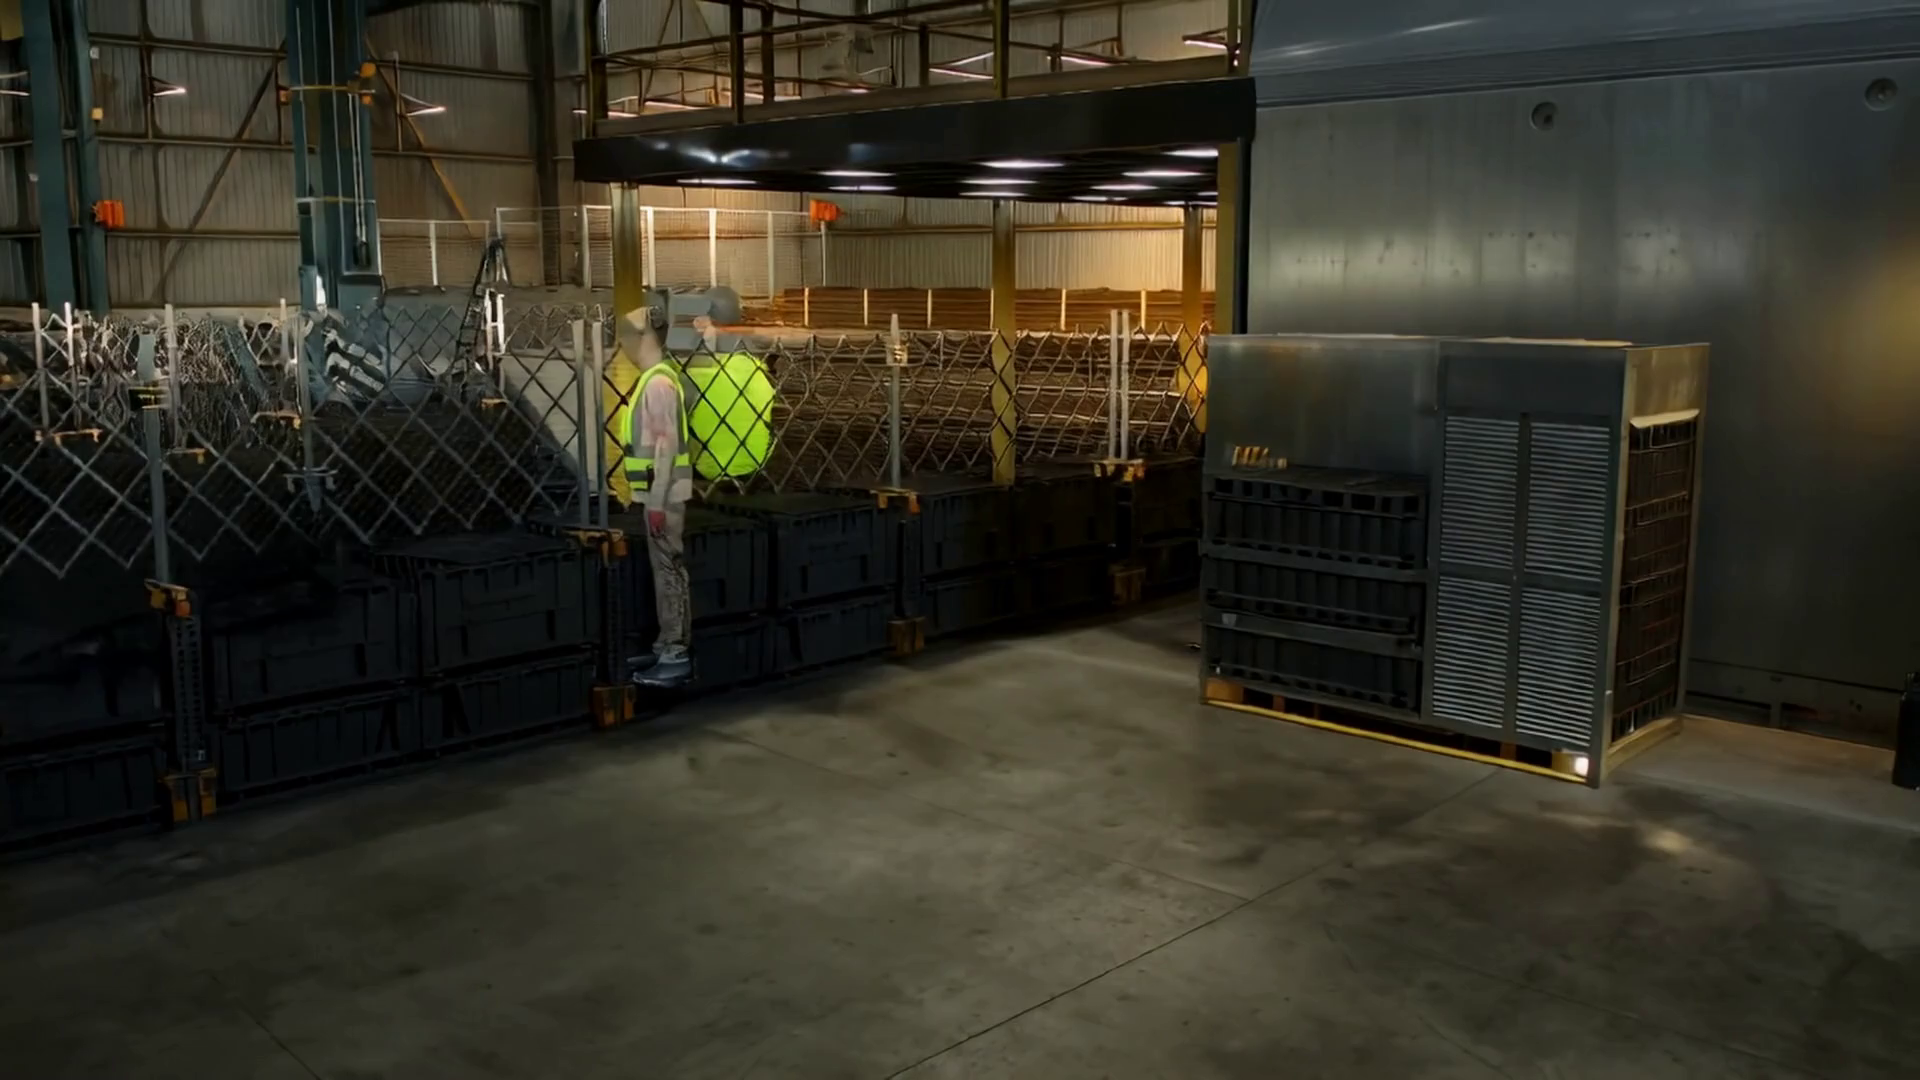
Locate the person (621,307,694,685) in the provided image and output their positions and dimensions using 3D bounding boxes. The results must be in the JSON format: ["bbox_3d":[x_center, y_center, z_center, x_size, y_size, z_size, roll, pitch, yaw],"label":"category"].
[{"bbox_3d":[-1.516,-0.216,8.323,0.362,1.882,0.576,-2,9,-11],"label":"person"}]
